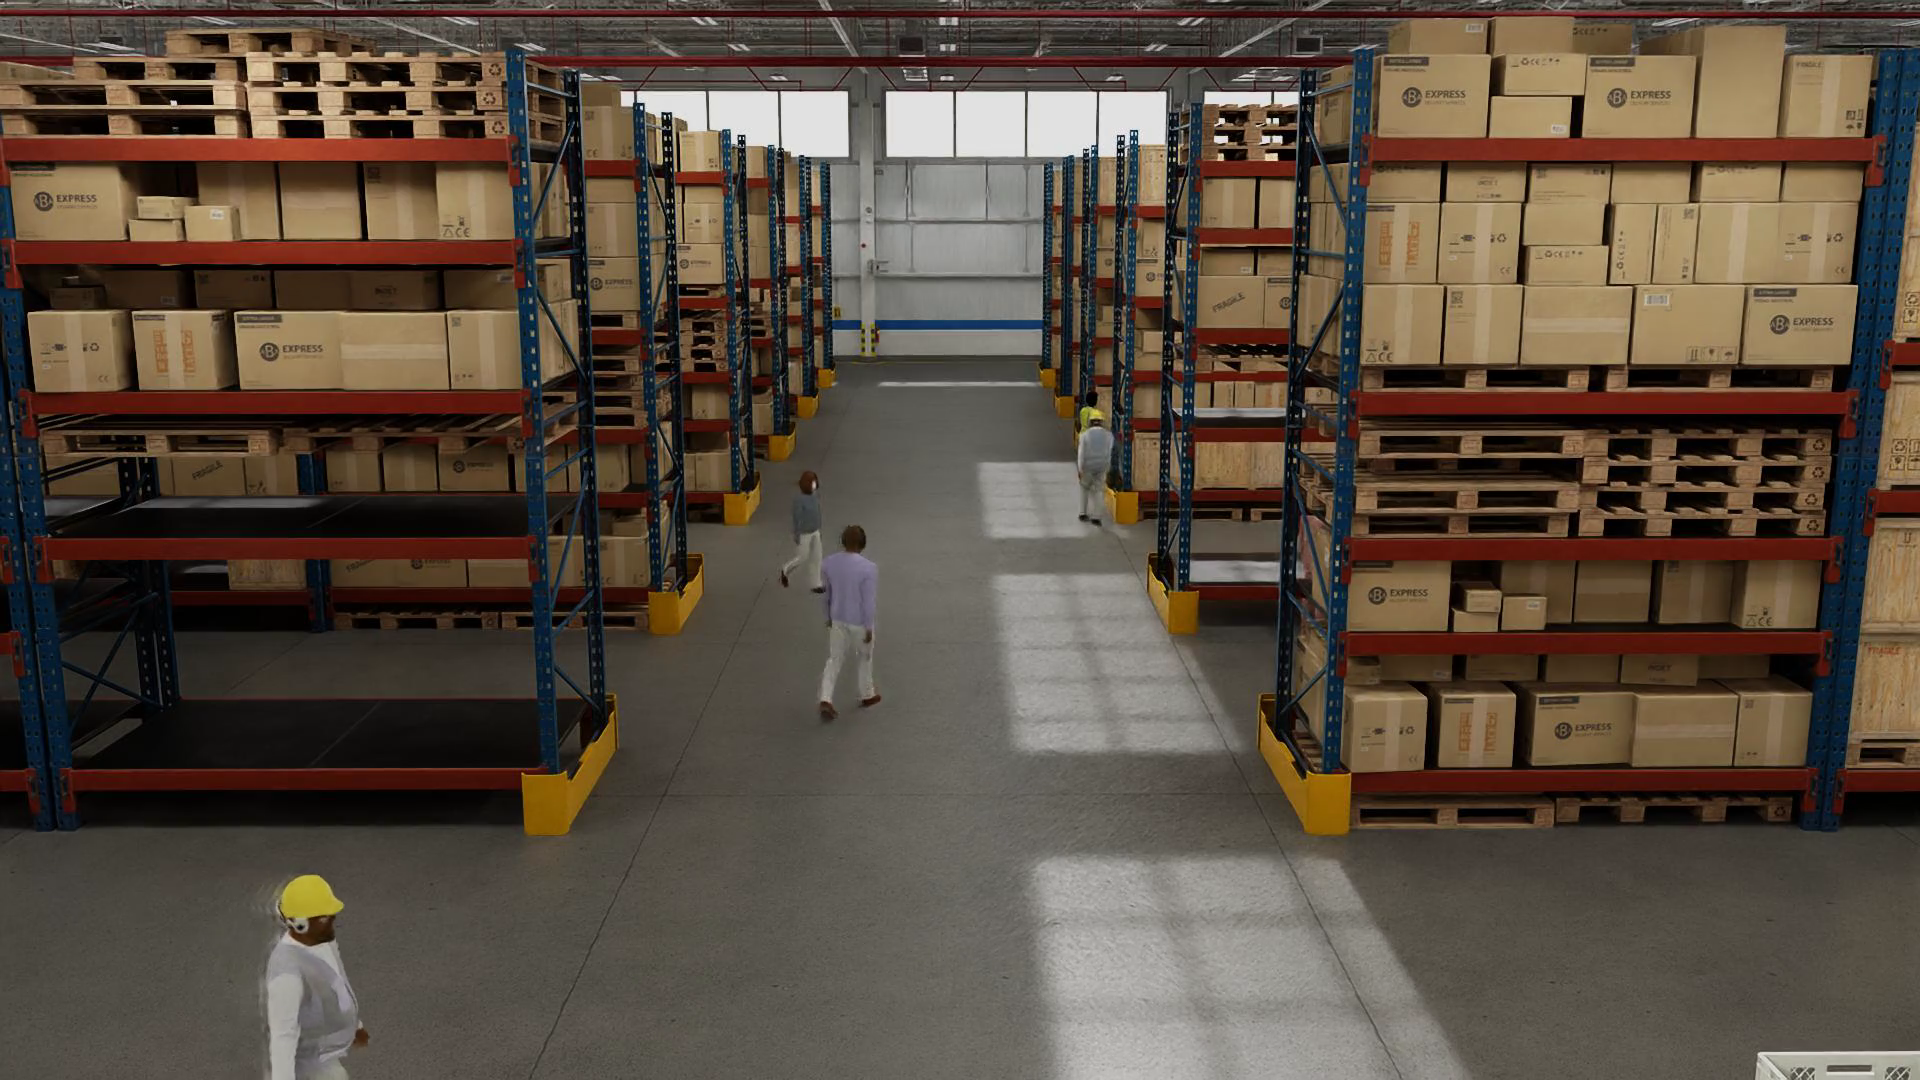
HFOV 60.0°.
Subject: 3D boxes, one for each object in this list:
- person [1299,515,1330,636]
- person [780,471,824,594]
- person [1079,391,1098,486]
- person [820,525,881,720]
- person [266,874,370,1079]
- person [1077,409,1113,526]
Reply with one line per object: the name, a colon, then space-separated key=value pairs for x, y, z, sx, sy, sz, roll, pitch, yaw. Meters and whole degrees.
person: x=4.096 y=0.272 z=18.793 sx=0.406 sy=1.902 sz=0.638 roll=-5 pitch=12 yaw=-21
person: x=-2.004 y=-0.101 z=21.363 sx=0.606 sy=1.617 sz=0.507 roll=8 pitch=14 yaw=34
person: x=2.309 y=-1.801 z=29.593 sx=0.319 sy=1.691 sz=0.536 roll=-6 pitch=13 yaw=-29
person: x=-1.109 y=0.797 z=16.222 sx=0.647 sy=1.903 sz=0.984 roll=6 pitch=13 yaw=27
person: x=-3.189 y=2.477 z=8.166 sx=0.942 sy=1.790 sz=0.590 roll=-2 pitch=12 yaw=-10
person: x=2.086 y=-1.155 z=26.109 sx=0.590 sy=1.799 sz=0.748 roll=-2 pitch=12 yaw=-11
